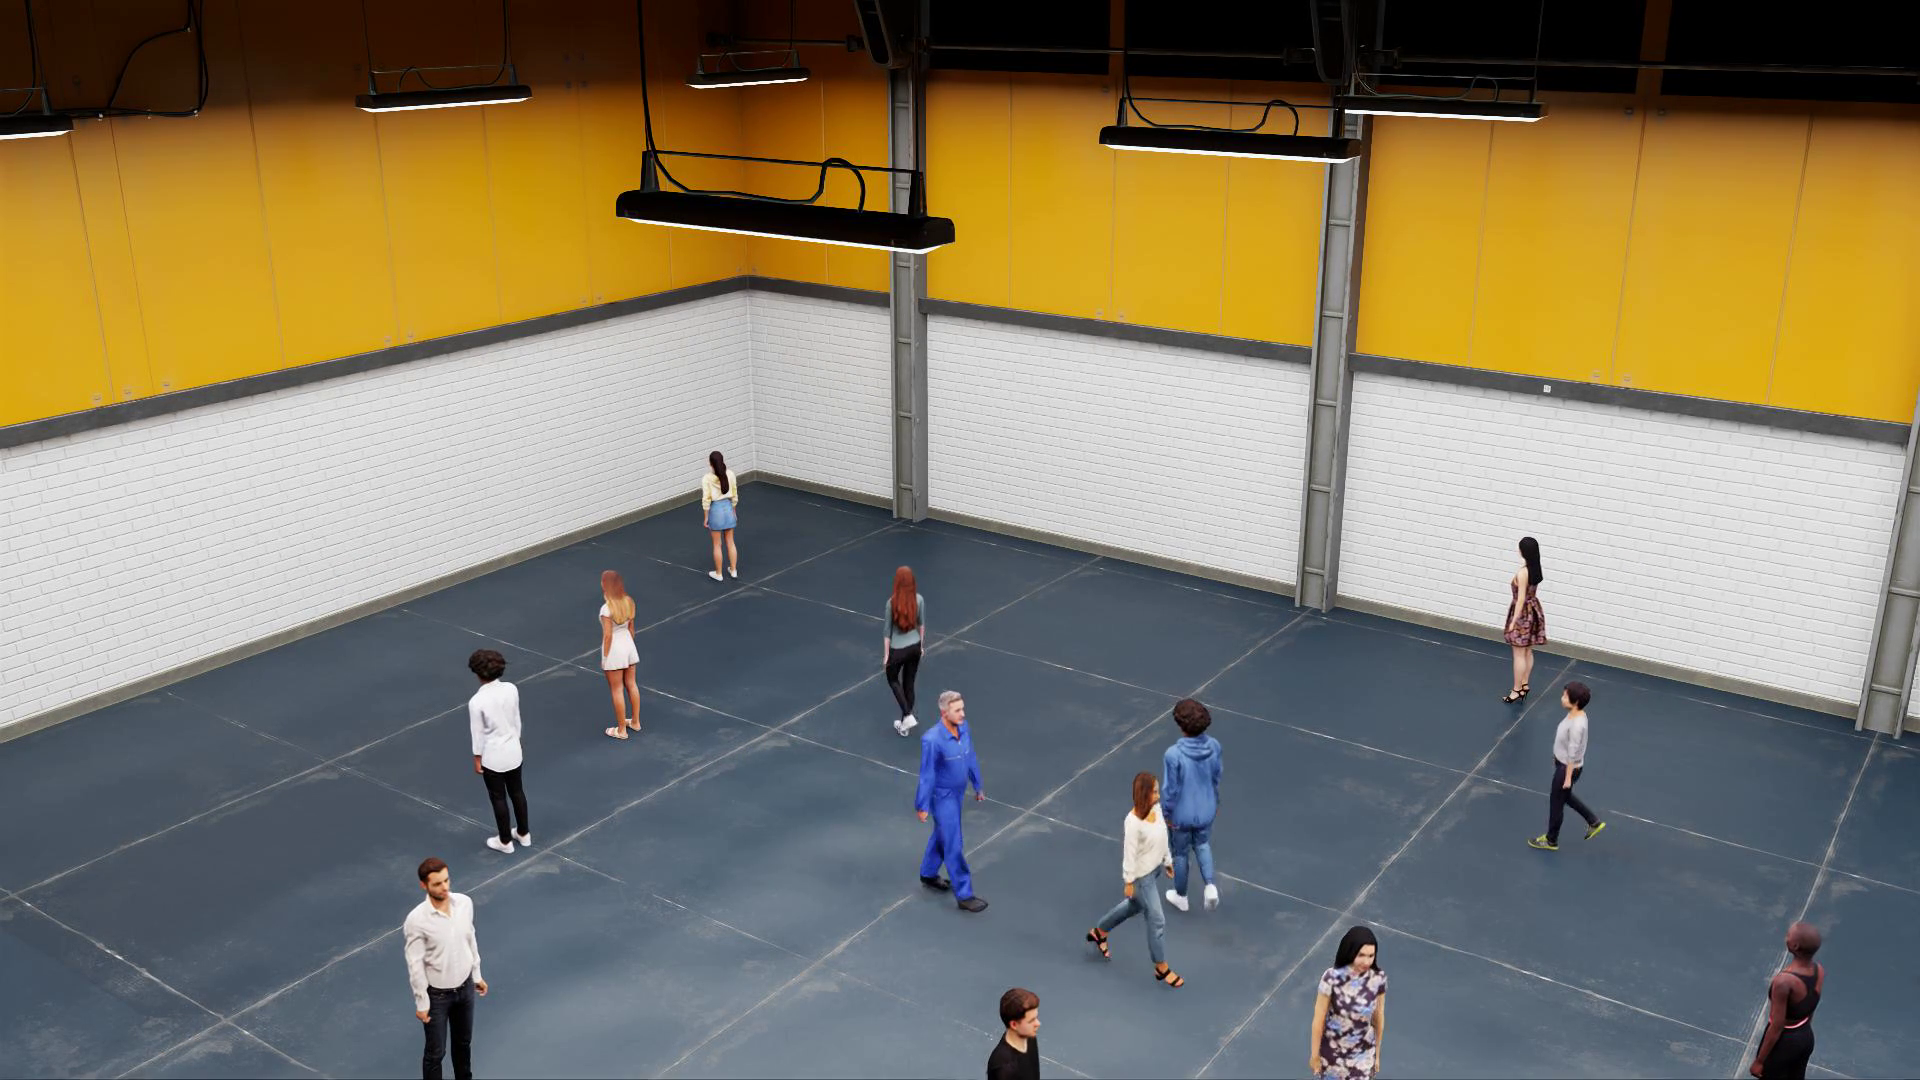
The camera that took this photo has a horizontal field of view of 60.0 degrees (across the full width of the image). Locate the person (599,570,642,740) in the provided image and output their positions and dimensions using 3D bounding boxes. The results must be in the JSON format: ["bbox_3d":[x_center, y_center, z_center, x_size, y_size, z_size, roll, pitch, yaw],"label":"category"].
[{"bbox_3d":[-3.321,1.099,16.197,0.531,1.696,0.563,12,22,32],"label":"person"}]

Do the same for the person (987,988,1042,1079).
[{"bbox_3d":[0.235,3.327,9.332,0.964,1.855,0.831,6,20,17],"label":"person"}]

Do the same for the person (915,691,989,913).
[{"bbox_3d":[-0.182,2.027,13.281,0.986,1.799,0.787,11,22,30],"label":"person"}]

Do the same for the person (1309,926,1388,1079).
[{"bbox_3d":[2.350,3.109,10.193,0.871,1.719,0.926,-3,19,-8],"label":"person"}]

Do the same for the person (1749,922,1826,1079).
[{"bbox_3d":[5.034,3.111,10.123,0.670,1.760,0.668,-10,21,-28],"label":"person"}]

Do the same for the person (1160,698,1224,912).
[{"bbox_3d":[1.849,2.125,12.997,0.898,1.793,0.967,-6,19,-17],"label":"person"}]

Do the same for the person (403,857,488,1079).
[{"bbox_3d":[-3.294,2.876,10.646,0.514,1.871,0.653,13,22,33],"label":"person"}]

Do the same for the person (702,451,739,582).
[{"bbox_3d":[-2.948,-0.310,20.482,0.712,1.631,0.690,-11,22,-30],"label":"person"}]

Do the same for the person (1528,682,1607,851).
[{"bbox_3d":[5.199,1.917,14.008,0.887,1.542,0.683,7,20,19],"label":"person"}]

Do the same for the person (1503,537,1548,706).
[{"bbox_3d":[5.736,0.812,16.925,0.711,1.775,0.701,17,25,41],"label":"person"}]

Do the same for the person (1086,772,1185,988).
[{"bbox_3d":[1.276,2.450,12.262,1.062,1.648,0.685,10,21,27],"label":"person"}]

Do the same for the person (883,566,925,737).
[{"bbox_3d":[-0.509,1.116,16.082,0.759,1.737,0.824,-9,20,-24],"label":"person"}]

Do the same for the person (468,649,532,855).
[{"bbox_3d":[-3.868,1.774,14.025,0.621,1.803,0.644,16,25,40],"label":"person"}]
